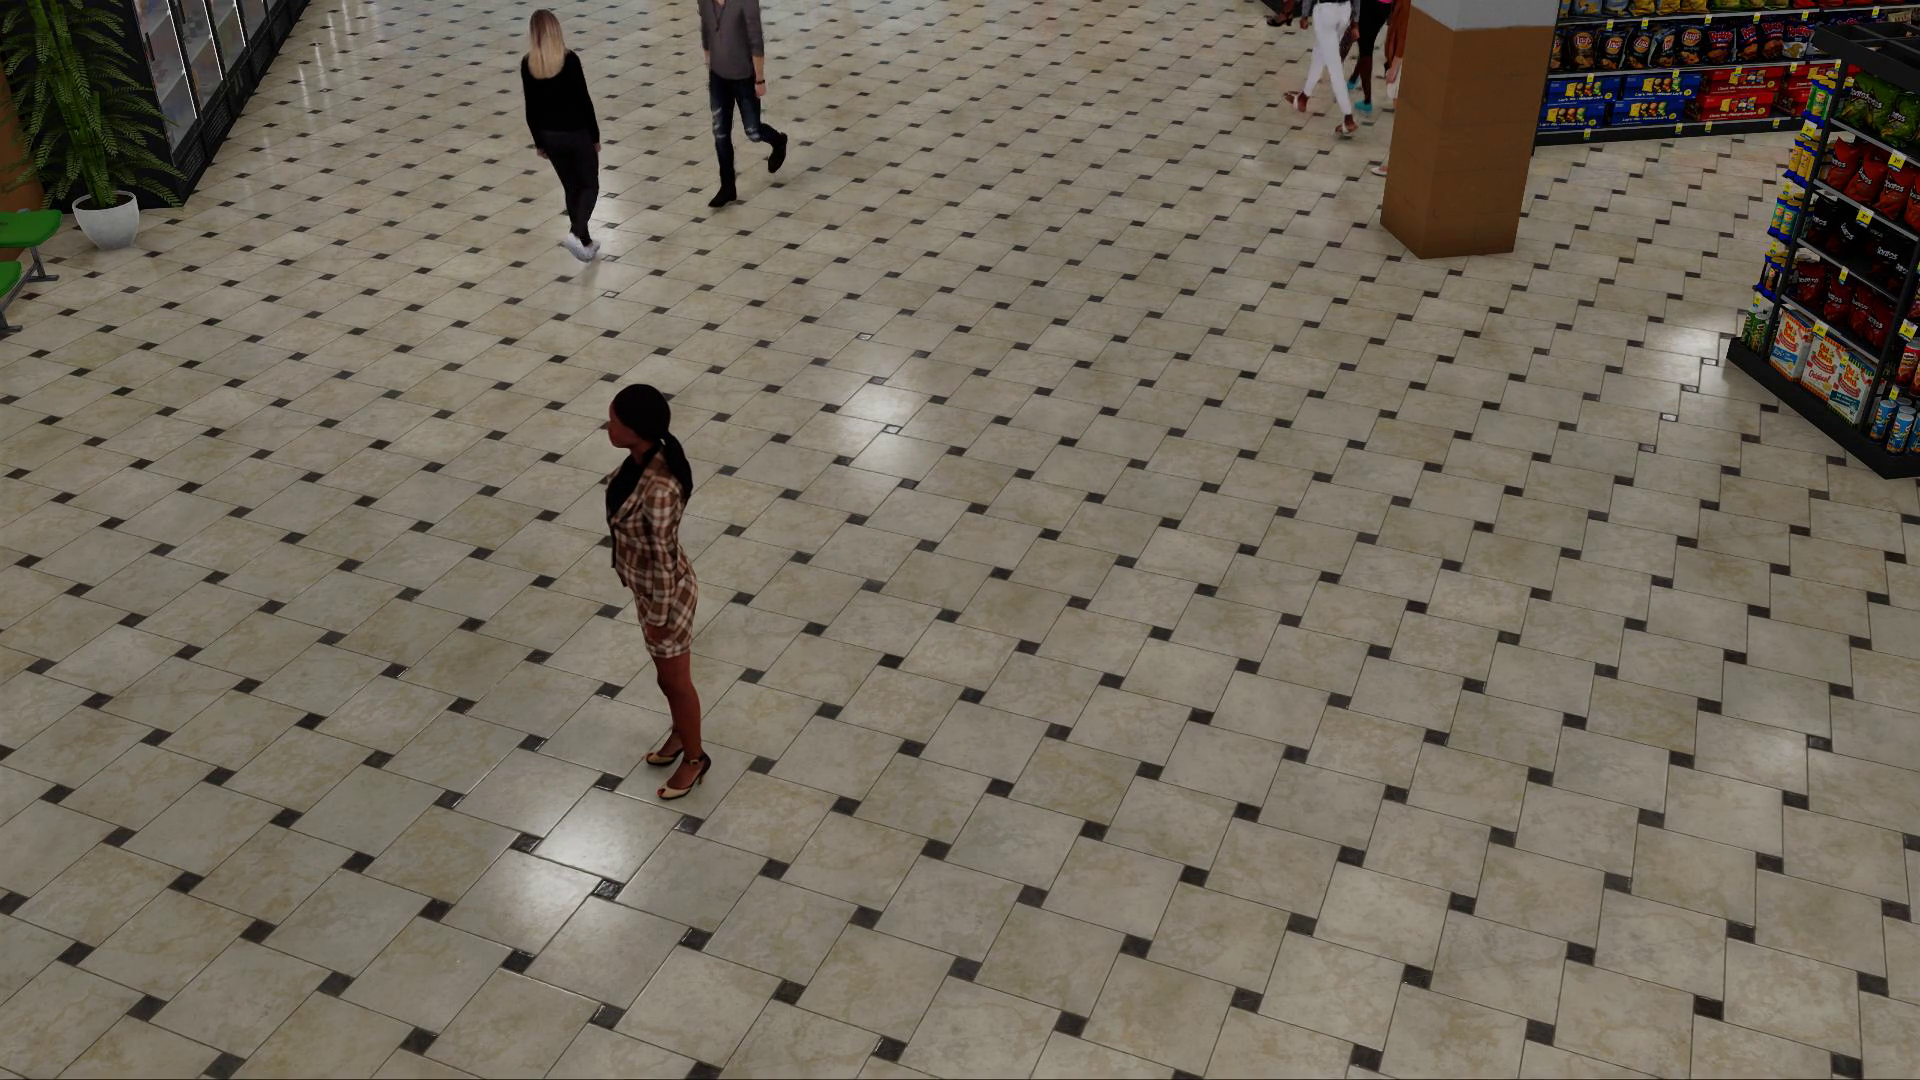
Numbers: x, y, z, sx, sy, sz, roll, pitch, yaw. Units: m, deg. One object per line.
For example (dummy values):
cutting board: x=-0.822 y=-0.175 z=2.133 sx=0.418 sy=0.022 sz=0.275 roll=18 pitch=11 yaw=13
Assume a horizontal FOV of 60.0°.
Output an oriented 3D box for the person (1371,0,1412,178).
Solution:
person: x=3.404 y=-3.589 z=12.478 sx=0.689 sy=1.723 sz=0.780 roll=-28 pitch=41 yaw=-37

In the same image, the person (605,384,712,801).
person: x=-1.129 y=0.210 z=6.306 sx=0.570 sy=1.794 sz=0.601 roll=-8 pitch=33 yaw=-13

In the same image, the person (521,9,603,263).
person: x=-2.622 y=-2.583 z=10.917 sx=0.874 sy=1.664 sz=0.843 roll=6 pitch=32 yaw=10

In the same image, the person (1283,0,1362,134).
person: x=3.025 y=-4.086 z=13.330 sx=1.253 sy=1.668 sz=0.907 roll=-14 pitch=35 yaw=-21

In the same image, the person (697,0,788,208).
person: x=-1.562 y=-3.353 z=11.957 sx=1.119 sy=1.873 sz=1.116 roll=16 pitch=35 yaw=23

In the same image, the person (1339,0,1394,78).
person: x=3.576 y=-4.728 z=14.401 sx=1.145 sy=1.626 sz=0.881 roll=-20 pitch=37 yaw=-29

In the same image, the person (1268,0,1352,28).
person: x=3.546 y=-5.809 z=16.023 sx=1.222 sy=1.747 sz=0.780 roll=2 pitch=32 yaw=4

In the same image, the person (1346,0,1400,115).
person: x=3.440 y=-4.388 z=13.816 sx=1.032 sy=1.665 sz=0.745 roll=-1 pitch=32 yaw=-1
